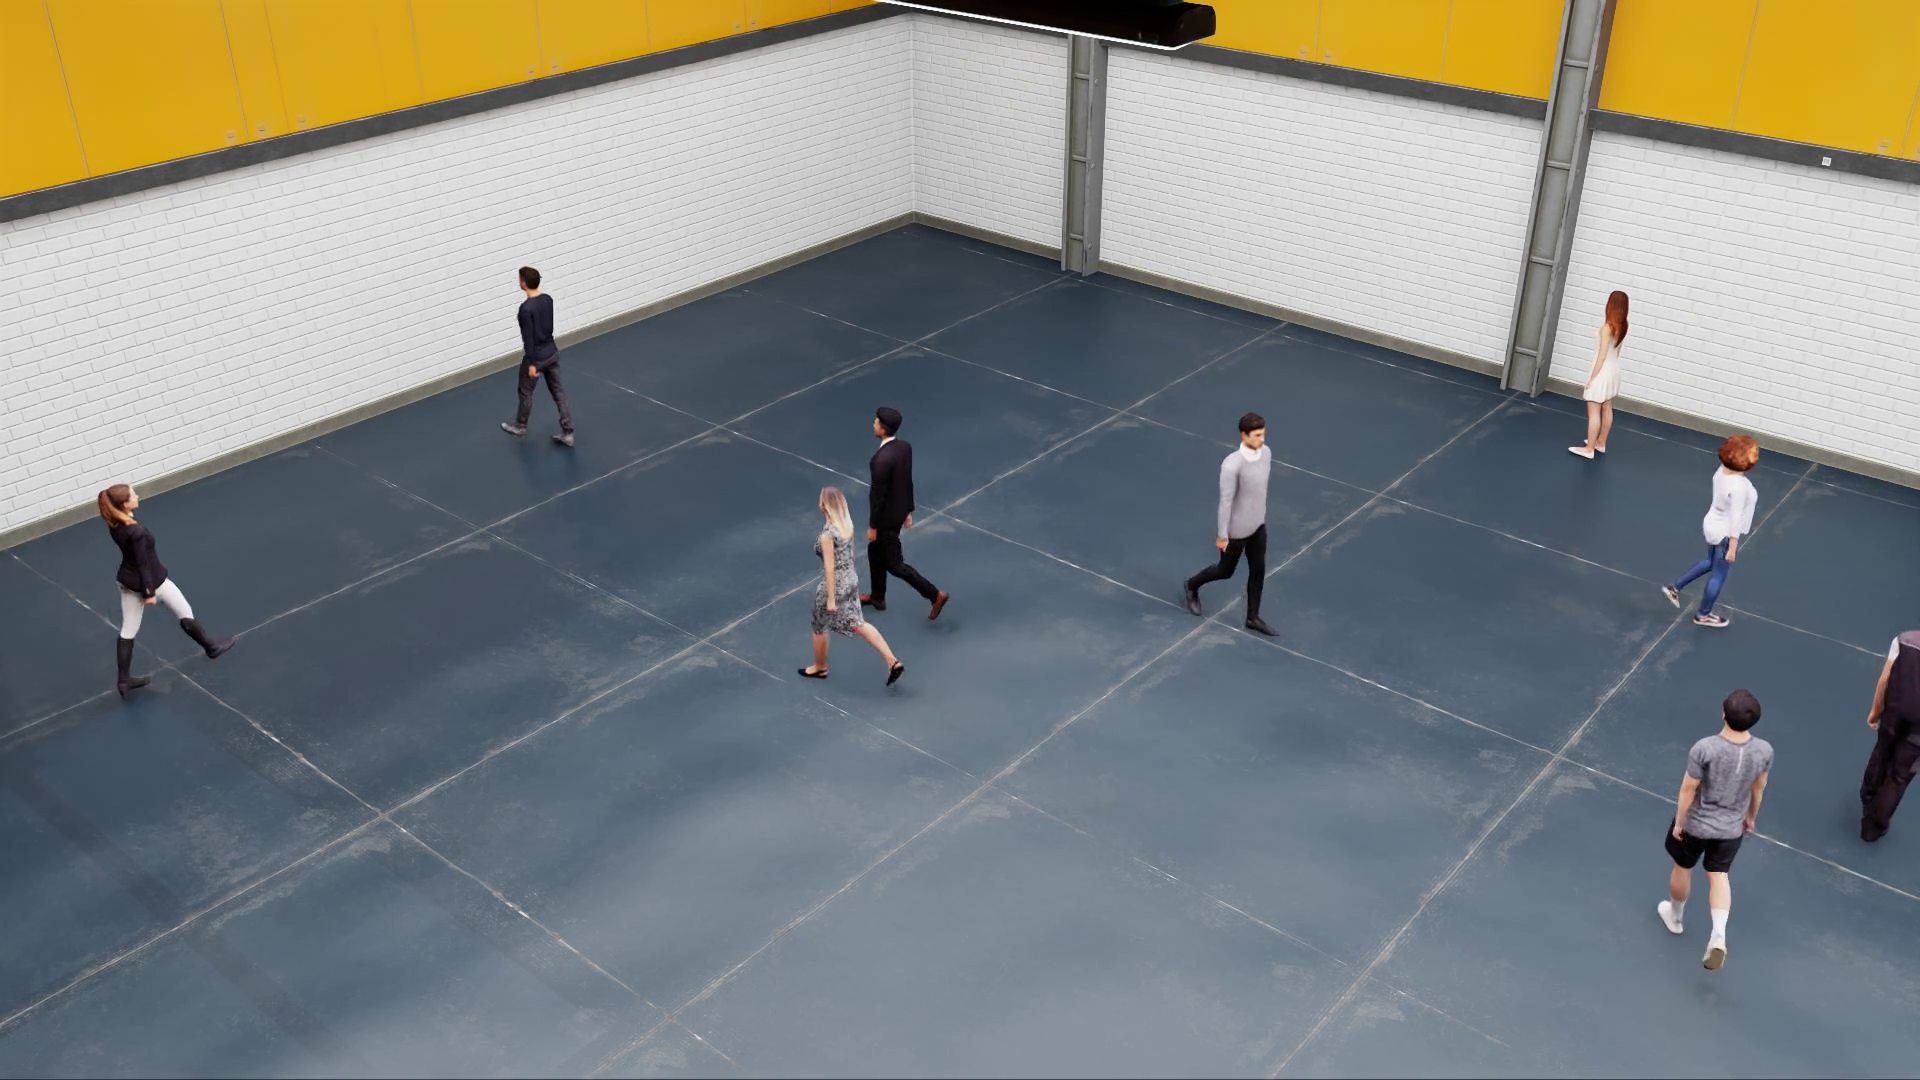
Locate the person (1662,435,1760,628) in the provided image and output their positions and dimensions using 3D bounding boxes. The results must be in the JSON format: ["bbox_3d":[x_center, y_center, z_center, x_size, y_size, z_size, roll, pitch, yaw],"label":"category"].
[{"bbox_3d":[6.099,-0.076,13.505,0.923,1.694,0.851,2,29,4],"label":"person"}]

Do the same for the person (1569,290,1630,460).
[{"bbox_3d":[6.332,-1.635,16.344,0.599,1.711,0.571,-21,35,-34],"label":"person"}]

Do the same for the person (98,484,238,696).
[{"bbox_3d":[-6.283,0.408,12.641,1.095,1.670,0.633,22,35,34],"label":"person"}]

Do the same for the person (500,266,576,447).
[{"bbox_3d":[-4.066,-1.771,16.462,1.145,1.837,0.824,14,32,24],"label":"person"}]

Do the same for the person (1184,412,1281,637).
[{"bbox_3d":[2.213,-0.171,13.434,0.850,1.928,1.193,-23,36,-36],"label":"person"}]

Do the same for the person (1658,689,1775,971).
[{"bbox_3d":[4.554,1.749,9.989,1.066,1.856,1.056,2,29,4],"label":"person"}]

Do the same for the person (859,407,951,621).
[{"bbox_3d":[-0.492,-0.173,13.517,1.226,1.852,0.970,10,30,17],"label":"person"}]

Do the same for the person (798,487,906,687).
[{"bbox_3d":[-0.830,0.406,12.644,1.168,1.672,0.757,14,31,23],"label":"person"}]

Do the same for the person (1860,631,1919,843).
[{"bbox_3d":[6.253,1.219,10.988,0.778,1.830,0.774,-21,35,-34],"label":"person"}]
